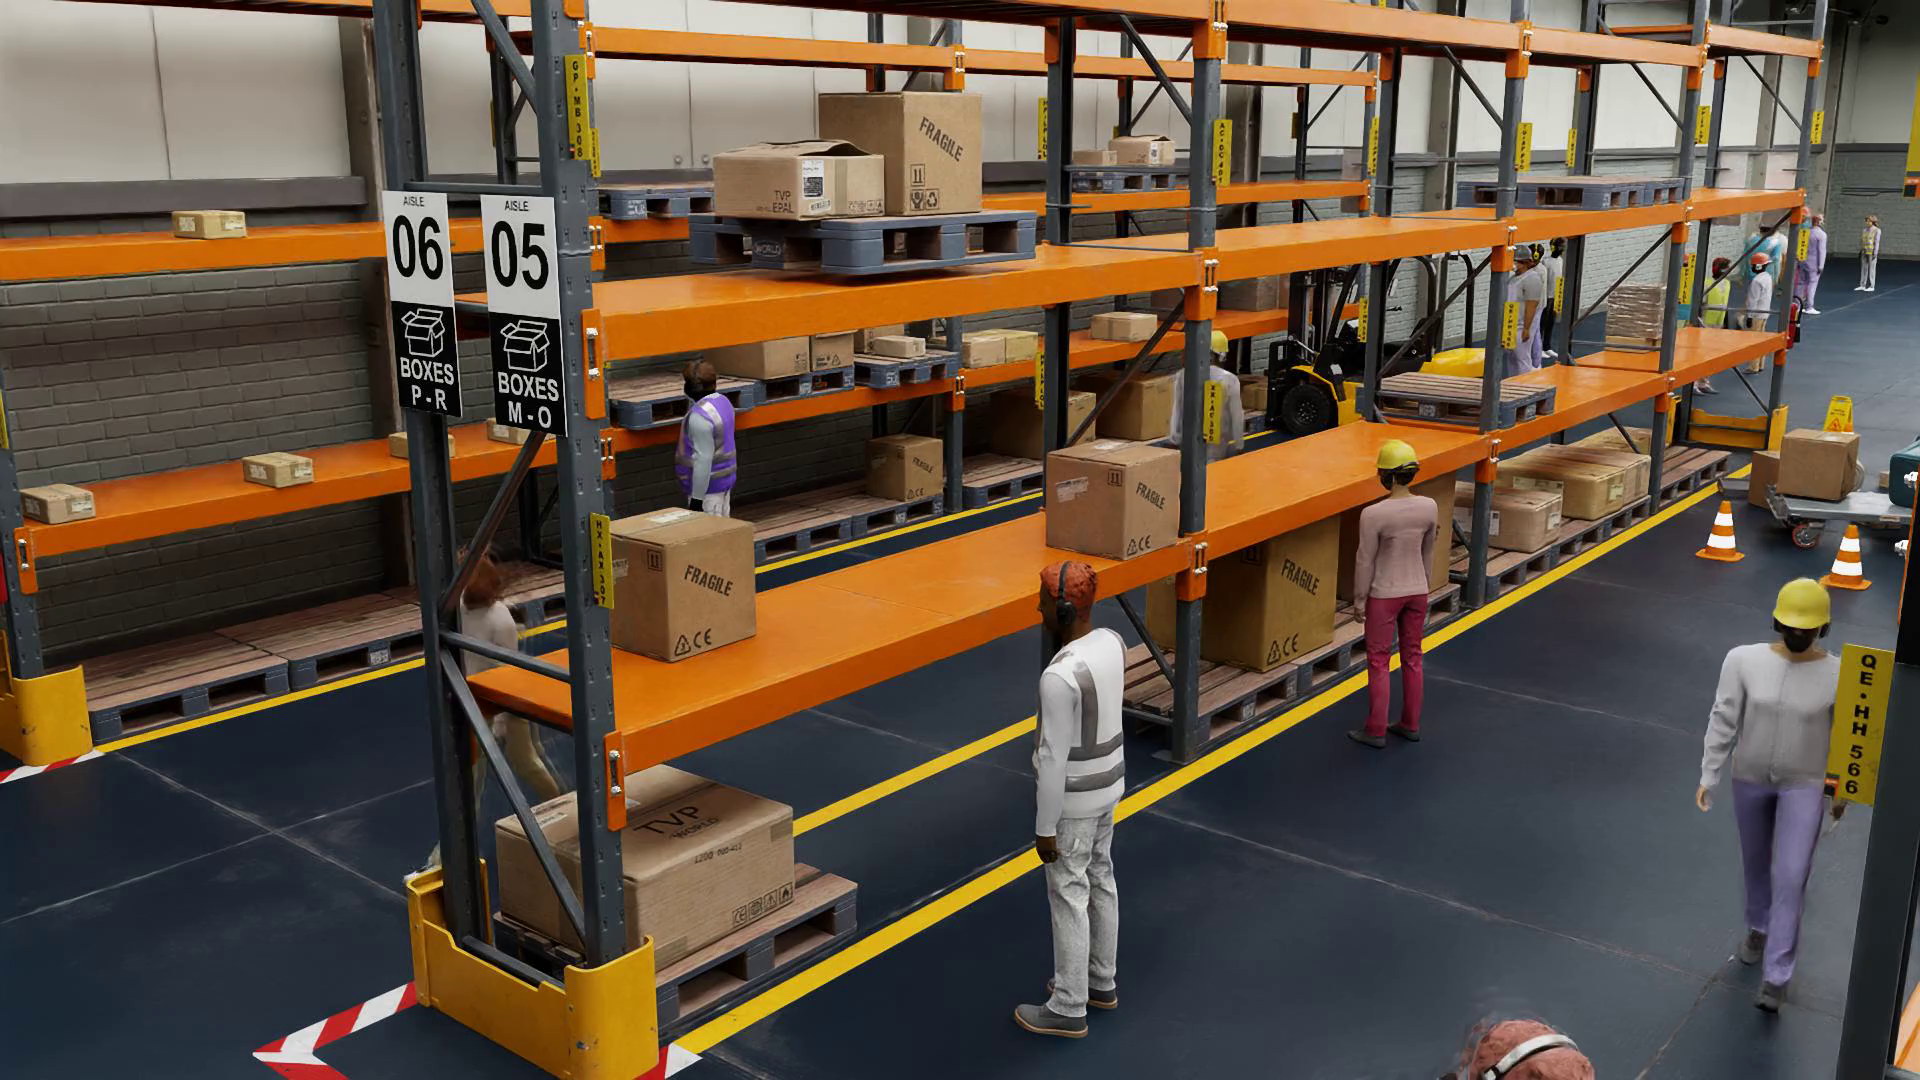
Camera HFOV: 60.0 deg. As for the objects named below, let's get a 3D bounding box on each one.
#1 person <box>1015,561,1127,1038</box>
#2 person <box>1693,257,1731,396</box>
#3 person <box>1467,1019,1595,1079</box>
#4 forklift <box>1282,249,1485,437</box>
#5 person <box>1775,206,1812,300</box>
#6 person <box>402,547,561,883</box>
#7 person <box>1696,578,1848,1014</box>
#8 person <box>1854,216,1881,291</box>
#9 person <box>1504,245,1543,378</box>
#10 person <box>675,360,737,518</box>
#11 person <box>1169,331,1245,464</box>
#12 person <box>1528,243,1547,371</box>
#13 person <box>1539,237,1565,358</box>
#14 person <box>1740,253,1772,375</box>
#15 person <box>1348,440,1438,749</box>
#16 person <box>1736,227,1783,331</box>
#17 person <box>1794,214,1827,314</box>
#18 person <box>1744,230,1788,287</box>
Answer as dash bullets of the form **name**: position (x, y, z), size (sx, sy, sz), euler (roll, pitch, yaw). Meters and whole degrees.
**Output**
- **person**: position (0.441, 0.989, 6.380), size (0.358, 1.880, 0.575), euler (8, 16, 28)
- **person**: position (9.920, -2.823, 22.006), size (0.607, 1.831, 0.401), euler (-9, 16, -31)
- **person**: position (0.930, 1.773, 3.222), size (0.705, 1.861, 0.823), euler (2, 14, 6)
- **forklift**: position (4.886, -2.214, 18.767), size (2.313, 2.155, 1.214), euler (11, 18, 38)
- **person**: position (17.254, -5.887, 34.256), size (1.064, 1.932, 0.648), euler (-6, 15, -21)
- **person**: position (-2.202, 0.798, 7.767), size (0.510, 1.583, 0.866), euler (11, 17, 37)
- **person**: position (3.254, 0.996, 6.657), size (0.538, 1.726, 0.874), euler (10, 17, 37)
- **person**: position (19.943, -6.282, 36.494), size (0.311, 1.633, 0.519), euler (-3, 14, -13)
- **person**: position (7.159, -2.786, 21.413), size (0.535, 2.000, 0.686), euler (-1, 14, -4)
- **person**: position (-1.838, -0.383, 12.042), size (0.429, 1.839, 0.634), euler (2, 14, 9)
- **person**: position (2.135, -0.866, 14.062), size (0.630, 1.806, 0.682), euler (10, 17, 34)
- **person**: position (8.338, -3.363, 24.149), size (0.328, 1.861, 0.505), euler (6, 15, 22)
- **person**: position (9.124, -3.740, 25.676), size (0.507, 1.862, 0.320), euler (-11, 18, -38)
- **person**: position (11.450, -3.258, 23.955), size (0.353, 1.743, 0.560), euler (11, 18, 39)
- **person**: position (2.444, 0.305, 9.418), size (0.518, 1.757, 0.337), euler (-5, 15, -20)
- **person**: position (13.708, -4.506, 28.469), size (0.477, 2.016, 0.633), euler (-10, 17, -36)
- **person**: position (16.363, -5.295, 31.936), size (0.396, 1.899, 0.669), euler (-4, 14, -15)
- **person**: position (14.569, -4.922, 30.110), size (0.694, 2.000, 0.784), euler (11, 17, 37)
